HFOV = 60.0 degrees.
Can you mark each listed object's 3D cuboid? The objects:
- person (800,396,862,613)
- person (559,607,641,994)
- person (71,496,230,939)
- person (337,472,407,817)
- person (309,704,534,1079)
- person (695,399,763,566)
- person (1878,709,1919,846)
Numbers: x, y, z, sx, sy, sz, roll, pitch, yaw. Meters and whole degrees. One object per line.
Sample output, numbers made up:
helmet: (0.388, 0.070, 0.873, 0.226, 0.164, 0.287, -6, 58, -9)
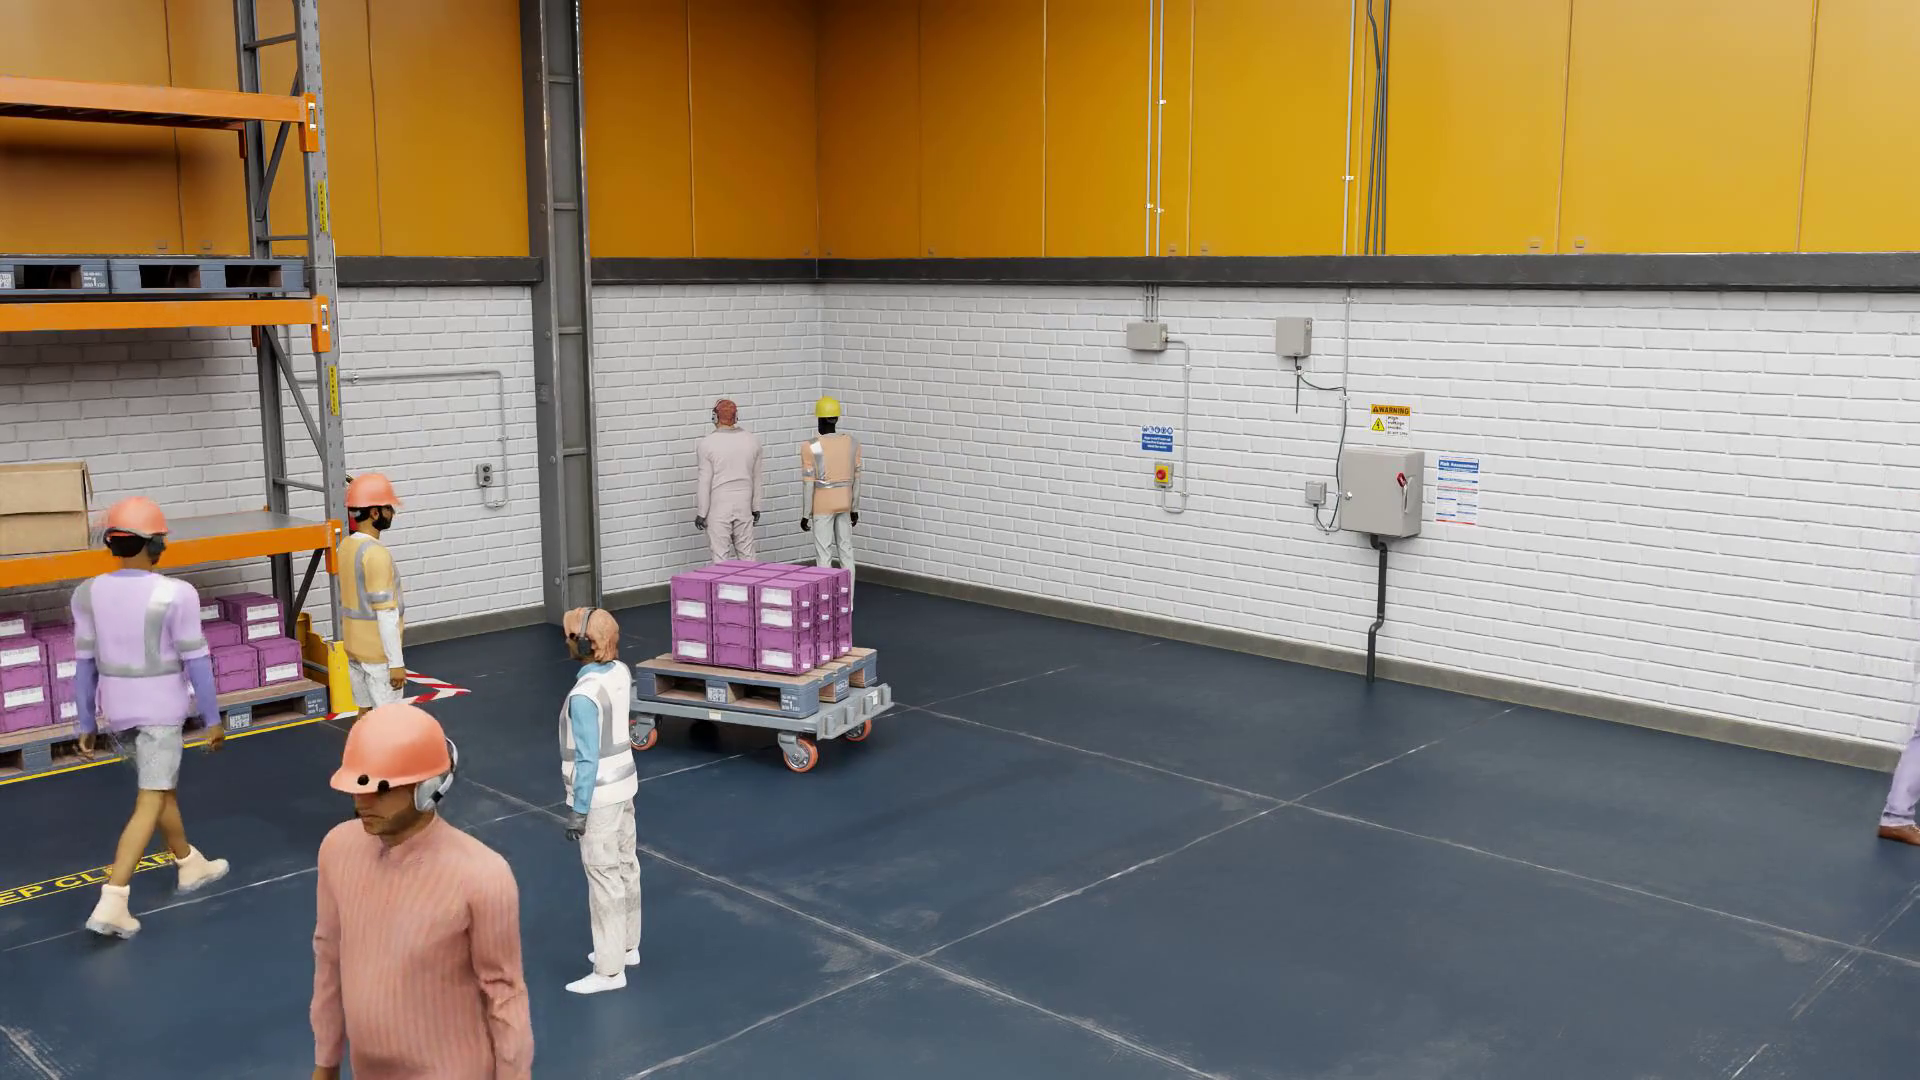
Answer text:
person: (-1.136, -0.292, 14.552, 0.587, 1.930, 0.363, -7, 11, -35)
person: (-1.513, 1.084, 6.999, 0.311, 1.642, 0.513, 1, 9, 7)
person: (-3.807, 0.798, 7.721, 0.618, 1.992, 1.057, 2, 9, 11)
person: (-3.173, 0.595, 9.082, 0.350, 1.941, 0.545, -8, 12, -41)
person: (-1.380, 1.350, 4.409, 0.612, 1.963, 0.912, 5, 11, 28)
person: (-2.041, -0.282, 14.565, 0.652, 1.906, 0.402, -7, 12, -38)
person: (5.302, 0.718, 8.565, 0.946, 1.867, 0.650, 6, 11, 33)
